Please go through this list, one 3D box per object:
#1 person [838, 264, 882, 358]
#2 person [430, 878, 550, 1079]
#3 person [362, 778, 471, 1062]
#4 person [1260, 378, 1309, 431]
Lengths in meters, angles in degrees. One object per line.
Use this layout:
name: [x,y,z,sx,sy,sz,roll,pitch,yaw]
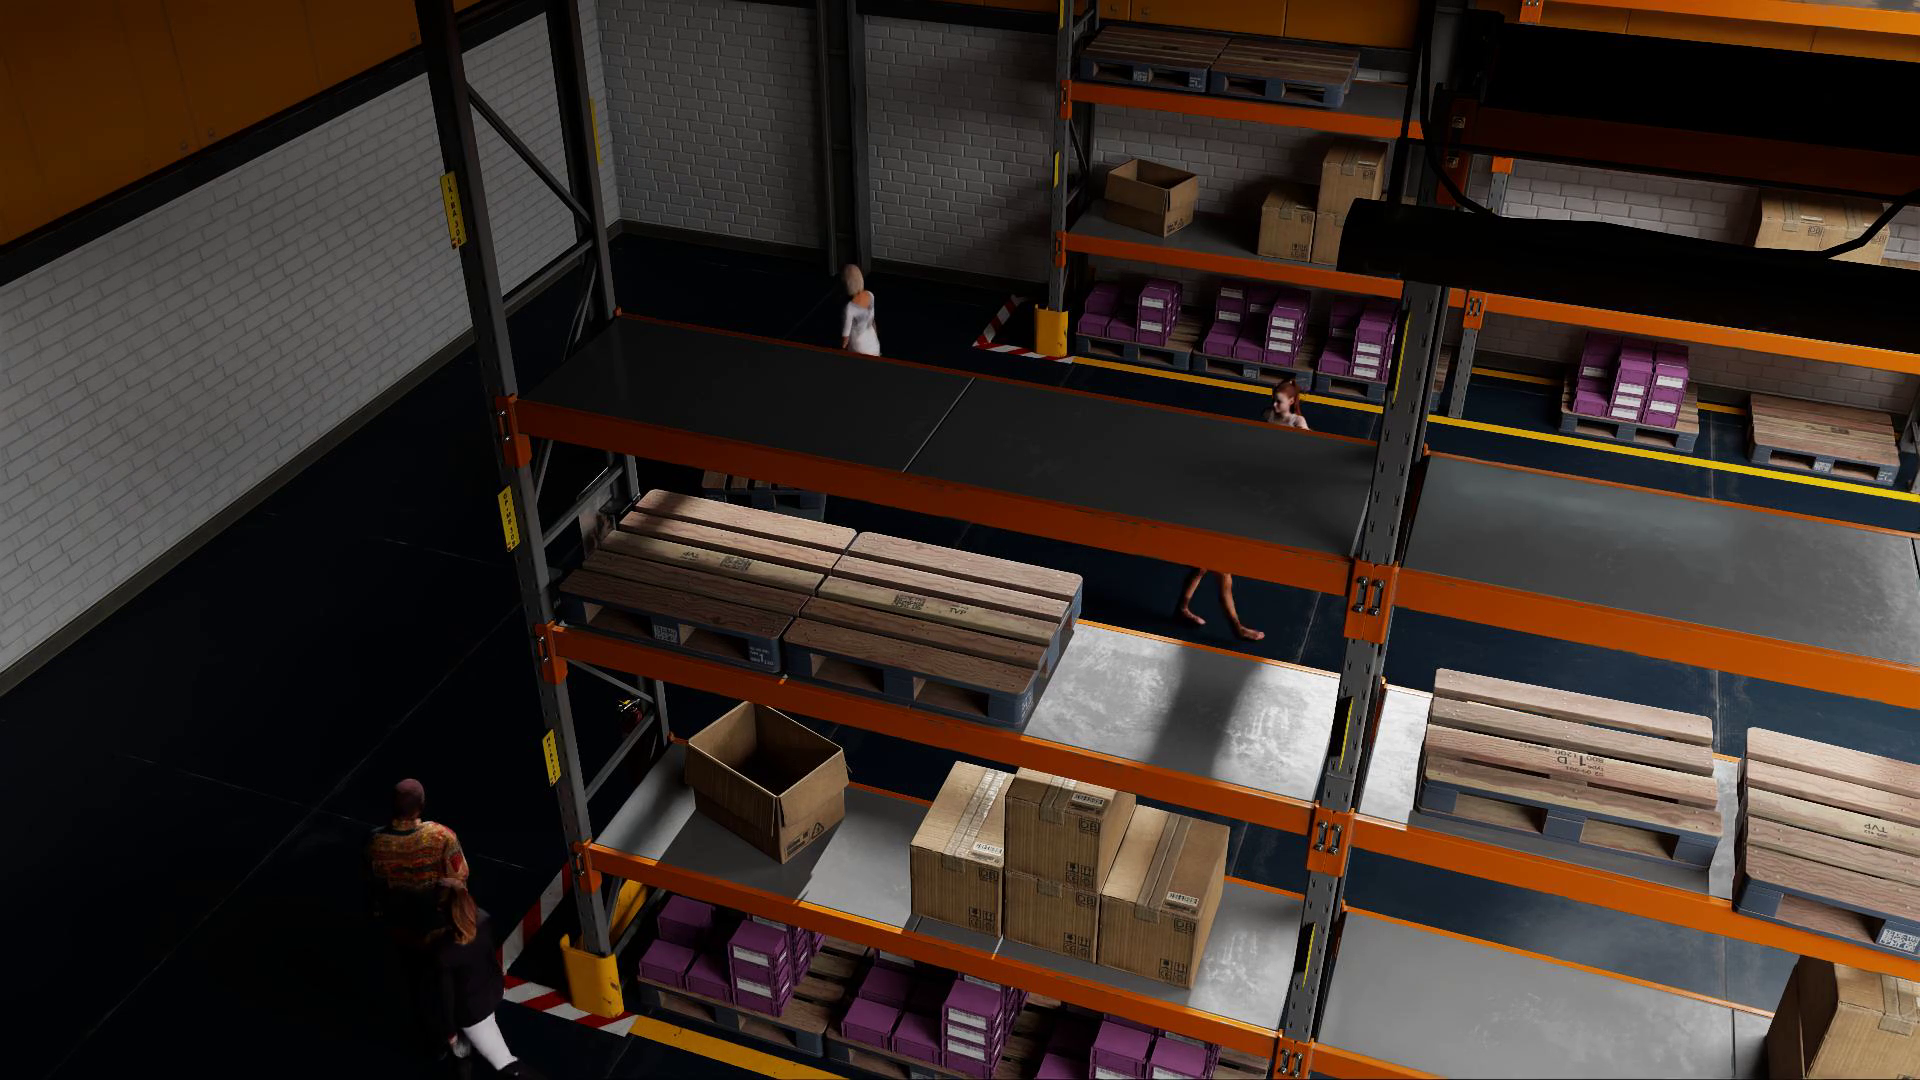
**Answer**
person: [-0.802,-1.650,15.016,1.044,1.709,0.696,19,38,26]
person: [-2.472,2.500,8.783,1.139,1.697,0.622,8,34,12]
person: [-2.984,2.154,9.247,1.199,1.759,1.178,-7,34,-10]
person: [2.560,-0.509,13.269,0.624,1.742,0.729,29,43,36]
